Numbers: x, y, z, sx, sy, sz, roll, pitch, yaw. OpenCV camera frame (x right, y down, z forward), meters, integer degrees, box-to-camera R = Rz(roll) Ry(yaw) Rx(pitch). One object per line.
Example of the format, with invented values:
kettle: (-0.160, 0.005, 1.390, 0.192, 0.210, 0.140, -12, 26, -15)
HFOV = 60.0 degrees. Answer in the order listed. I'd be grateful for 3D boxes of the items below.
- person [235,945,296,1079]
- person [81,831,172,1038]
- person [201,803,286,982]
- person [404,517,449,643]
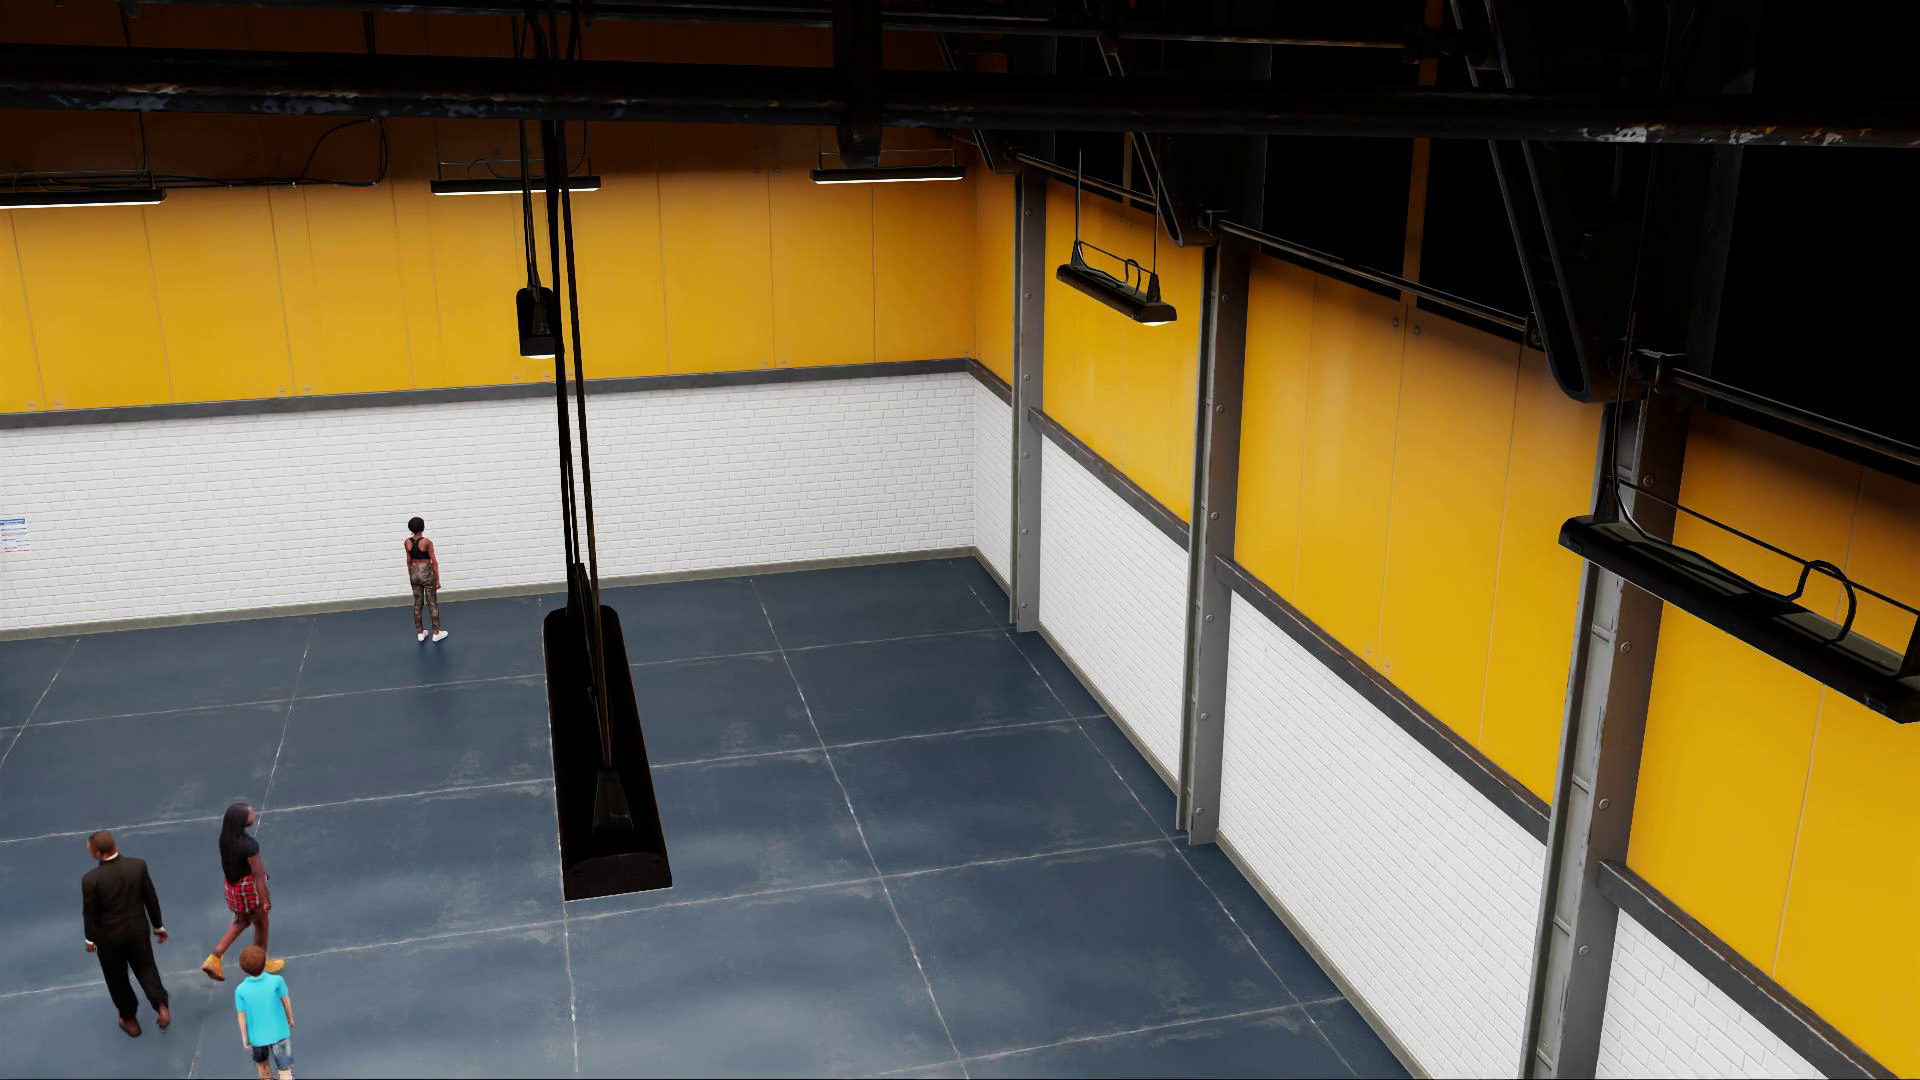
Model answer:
person: (-5.227, 3.753, 12.581, 0.550, 1.428, 0.929, -6, 19, -17)
person: (-6.742, 3.225, 13.434, 0.950, 1.884, 1.025, -17, 25, -40)
person: (-6.149, 3.068, 14.184, 0.956, 1.703, 1.016, 9, 21, 26)
person: (-7.046, 0.501, 21.812, 0.649, 1.700, 0.655, 3, 19, 8)
